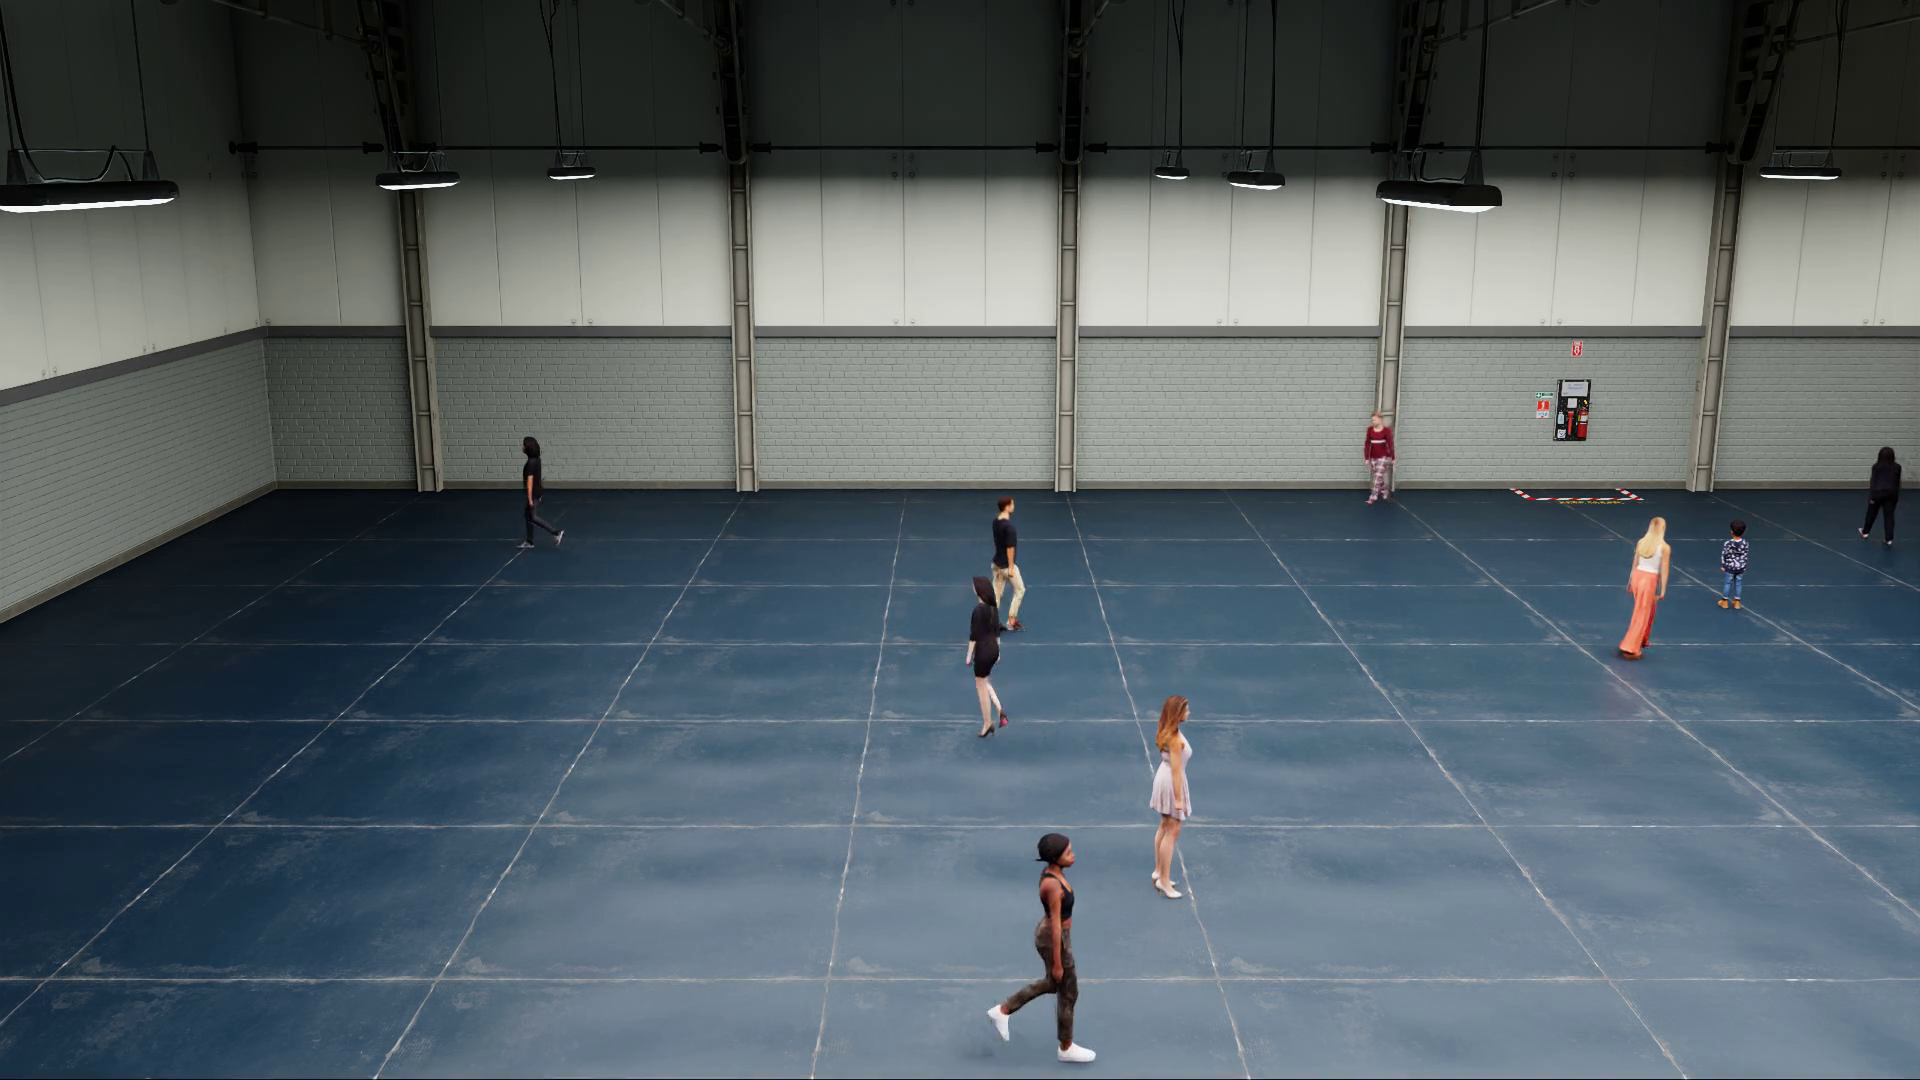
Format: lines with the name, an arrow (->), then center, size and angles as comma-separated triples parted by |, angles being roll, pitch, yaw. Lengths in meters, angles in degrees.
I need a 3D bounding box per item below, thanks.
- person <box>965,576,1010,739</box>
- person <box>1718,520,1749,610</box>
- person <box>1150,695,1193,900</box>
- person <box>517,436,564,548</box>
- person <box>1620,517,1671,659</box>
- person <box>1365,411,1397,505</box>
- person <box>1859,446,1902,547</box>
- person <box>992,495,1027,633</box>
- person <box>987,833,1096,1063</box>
person -> 0.355, 1.286, 17.835 | 0.799, 1.789, 0.736 | 7, 15, 28
person -> 10.775, 0.334, 23.135 | 0.461, 1.252, 0.575 | 2, 13, 8
person -> 1.790, 2.157, 14.121 | 0.583, 1.768, 0.569 | -1, 13, -4
person -> -6.736, -0.742, 26.547 | 0.997, 1.809, 0.638 | 0, 13, 2
person -> 8.521, 0.610, 20.796 | 1.055, 1.769, 0.907 | -7, 15, -28
person -> 7.633, -1.483, 30.087 | 1.120, 1.656, 1.147 | 9, 16, 34
person -> 14.902, -0.667, 26.759 | 1.061, 1.567, 0.785 | 1, 13, 6
person -> 0.506, 0.340, 21.804 | 0.842, 1.842, 0.808 | -7, 15, -27
person -> 0.572, 2.816, 11.461 | 0.984, 1.684, 0.607 | 1, 13, 4
